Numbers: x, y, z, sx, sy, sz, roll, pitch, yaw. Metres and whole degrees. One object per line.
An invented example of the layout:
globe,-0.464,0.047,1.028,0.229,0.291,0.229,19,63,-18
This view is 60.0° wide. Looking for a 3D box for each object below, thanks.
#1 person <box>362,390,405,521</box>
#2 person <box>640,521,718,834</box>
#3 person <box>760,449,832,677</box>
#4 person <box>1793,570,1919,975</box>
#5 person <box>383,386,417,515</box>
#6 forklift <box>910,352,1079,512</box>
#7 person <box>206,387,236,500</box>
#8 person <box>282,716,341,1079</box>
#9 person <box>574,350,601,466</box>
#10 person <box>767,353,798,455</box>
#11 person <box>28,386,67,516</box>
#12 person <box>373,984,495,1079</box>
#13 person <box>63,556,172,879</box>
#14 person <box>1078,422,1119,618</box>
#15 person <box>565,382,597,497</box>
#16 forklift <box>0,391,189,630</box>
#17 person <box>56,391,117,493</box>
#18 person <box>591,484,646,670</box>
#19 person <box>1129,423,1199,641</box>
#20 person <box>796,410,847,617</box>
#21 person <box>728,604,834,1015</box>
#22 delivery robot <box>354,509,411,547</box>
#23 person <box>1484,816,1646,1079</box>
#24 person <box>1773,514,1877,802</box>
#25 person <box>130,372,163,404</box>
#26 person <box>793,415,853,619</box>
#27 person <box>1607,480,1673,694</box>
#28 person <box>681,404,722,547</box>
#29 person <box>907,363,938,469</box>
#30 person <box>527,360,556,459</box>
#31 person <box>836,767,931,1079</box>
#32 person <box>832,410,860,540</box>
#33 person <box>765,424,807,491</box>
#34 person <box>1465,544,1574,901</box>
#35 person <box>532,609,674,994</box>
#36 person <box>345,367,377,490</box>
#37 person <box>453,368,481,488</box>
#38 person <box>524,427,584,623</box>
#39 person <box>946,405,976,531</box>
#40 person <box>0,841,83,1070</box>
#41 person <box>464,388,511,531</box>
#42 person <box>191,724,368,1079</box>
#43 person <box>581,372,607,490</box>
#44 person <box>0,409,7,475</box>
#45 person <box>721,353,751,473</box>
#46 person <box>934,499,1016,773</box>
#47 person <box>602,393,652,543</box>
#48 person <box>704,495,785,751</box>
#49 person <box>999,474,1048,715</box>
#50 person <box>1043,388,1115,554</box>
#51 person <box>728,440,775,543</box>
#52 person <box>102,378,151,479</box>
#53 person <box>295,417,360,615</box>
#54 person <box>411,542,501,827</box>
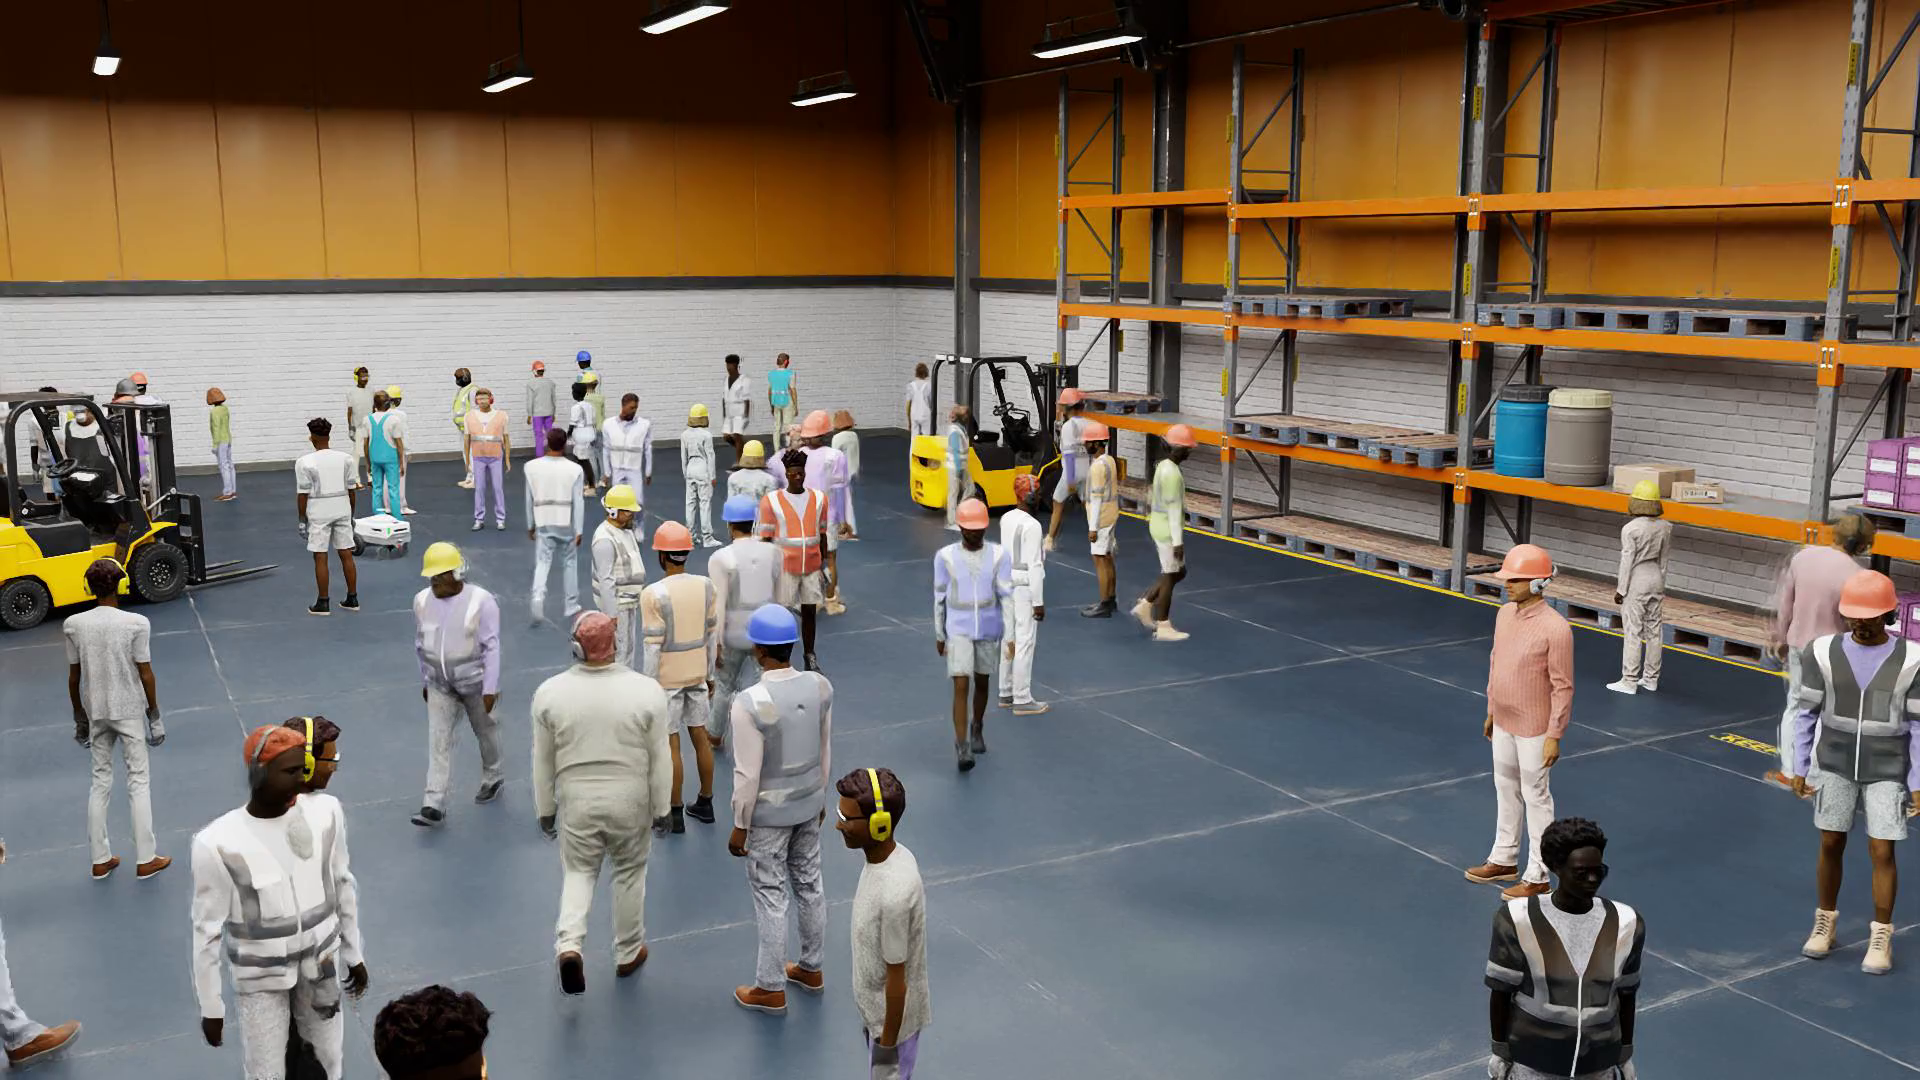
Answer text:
person,-7.257,-0.965,20.982,0.506,1.846,0.348,1,10,6
person,-1.758,0.842,10.310,0.363,1.935,0.553,9,14,43
person,-1.360,0.214,13.841,0.613,1.964,0.361,-5,11,-26
person,4.497,1.144,8.327,0.612,2.029,0.410,8,12,37
person,-7.698,-1.221,22.682,0.533,1.767,0.326,4,11,24
forklift,0.460,-1.461,22.833,2.313,2.155,1.214,-5,11,-28
person,-10.678,-1.387,24.023,0.285,1.631,0.501,-1,10,-4
person,-2.448,1.575,6.306,0.329,1.865,0.512,-6,12,-32
person,-6.222,-2.201,27.837,0.416,1.939,0.605,4,10,20
person,-3.050,-2.291,28.633,0.563,1.839,0.389,5,11,26
person,-11.065,-0.914,20.387,0.608,1.954,0.390,-2,10,-11
person,-1.236,1.963,3.837,0.403,1.952,0.615,-4,11,-23
person,-4.837,1.021,9.536,0.512,1.857,0.340,0,10,2
person,1.353,-0.199,16.351,0.400,1.928,0.542,3,10,16
person,-5.628,-1.465,24.329,0.668,1.677,0.540,2,10,9
forklift,-9.026,-0.363,16.508,1.214,2.155,2.313,6,11,29
person,-9.840,-0.686,18.810,0.699,2.000,0.537,-2,10,-13
person,-2.617,0.469,12.809,0.403,1.818,0.604,1,10,4
person,1.918,-0.060,15.272,0.518,2.028,0.641,1,10,4
person,-1.379,-0.261,16.398,0.611,2.040,0.399,5,11,25
person,-0.852,1.261,7.868,0.388,1.947,0.614,8,13,38
delivery robot,-6.803,-0.125,19.585,0.707,0.478,0.477,7,12,35
person,2.057,1.763,5.695,0.535,1.700,0.318,0,10,1
person,5.659,0.760,10.917,0.384,1.904,0.694,-3,10,-19
person,-11.210,-1.334,22.860,0.376,1.932,0.543,10,14,44
person,-1.430,-0.220,16.274,0.638,1.983,1.055,5,11,25
person,5.533,0.381,13.527,0.487,1.744,0.294,-4,11,-23
person,-3.161,-0.787,20.247,0.484,1.744,0.296,6,11,29
person,-0.595,-1.871,26.221,0.506,1.838,0.346,3,10,18
person,-7.088,-2.160,28.133,0.335,1.750,0.567,8,13,38
person,-0.265,1.679,5.726,0.326,1.862,0.508,-1,10,-7
person,-1.472,-0.804,20.719,0.519,1.616,0.510,4,11,24
person,-1.595,-0.214,16.540,0.696,1.896,0.394,-6,11,-30
person,3.108,1.005,9.209,0.389,1.992,0.625,-3,10,-17
person,-1.718,1.266,8.041,0.662,1.881,0.691,0,10,0
person,-9.009,-1.690,25.128,0.326,1.861,0.508,8,13,38
person,-7.489,-1.707,25.313,0.429,1.830,0.635,-7,12,-37
person,-3.947,-0.147,16.159,0.596,1.892,0.811,0,10,1
person,0.031,-0.918,21.327,0.455,1.620,0.545,2,10,13
person,-4.322,1.386,7.286,0.823,1.900,0.648,-4,11,-24
person,-6.076,-1.039,21.402,0.572,1.843,0.373,-1,10,-7
person,-2.502,1.600,6.125,0.342,1.875,0.632,10,14,44
person,-5.558,-1.644,25.117,0.323,1.767,0.533,5,11,25
person,-13.599,-1.401,23.252,0.558,1.932,0.374,-4,10,-20
person,-3.606,-2.060,27.002,0.604,1.948,0.535,8,13,39
person,0.112,0.650,11.573,0.560,1.880,1.000,-1,10,-7
person,-4.028,-0.839,20.147,0.575,1.891,0.447,-1,10,-7
person,-1.538,0.625,11.657,0.645,1.897,0.963,-7,12,-35
person,0.483,0.420,12.936,0.345,1.878,0.581,-4,11,-21
person,1.390,-0.802,19.680,1.075,1.999,0.625,6,12,32
person,-2.036,-0.117,16.391,0.492,1.742,0.319,2,10,10
person,-10.287,-1.007,20.659,0.536,2.000,0.684,6,11,29
person,-6.270,-0.238,16.490,0.386,1.957,0.604,9,13,43
person,-3.188,0.891,10.513,0.617,1.770,0.963,1,10,8
